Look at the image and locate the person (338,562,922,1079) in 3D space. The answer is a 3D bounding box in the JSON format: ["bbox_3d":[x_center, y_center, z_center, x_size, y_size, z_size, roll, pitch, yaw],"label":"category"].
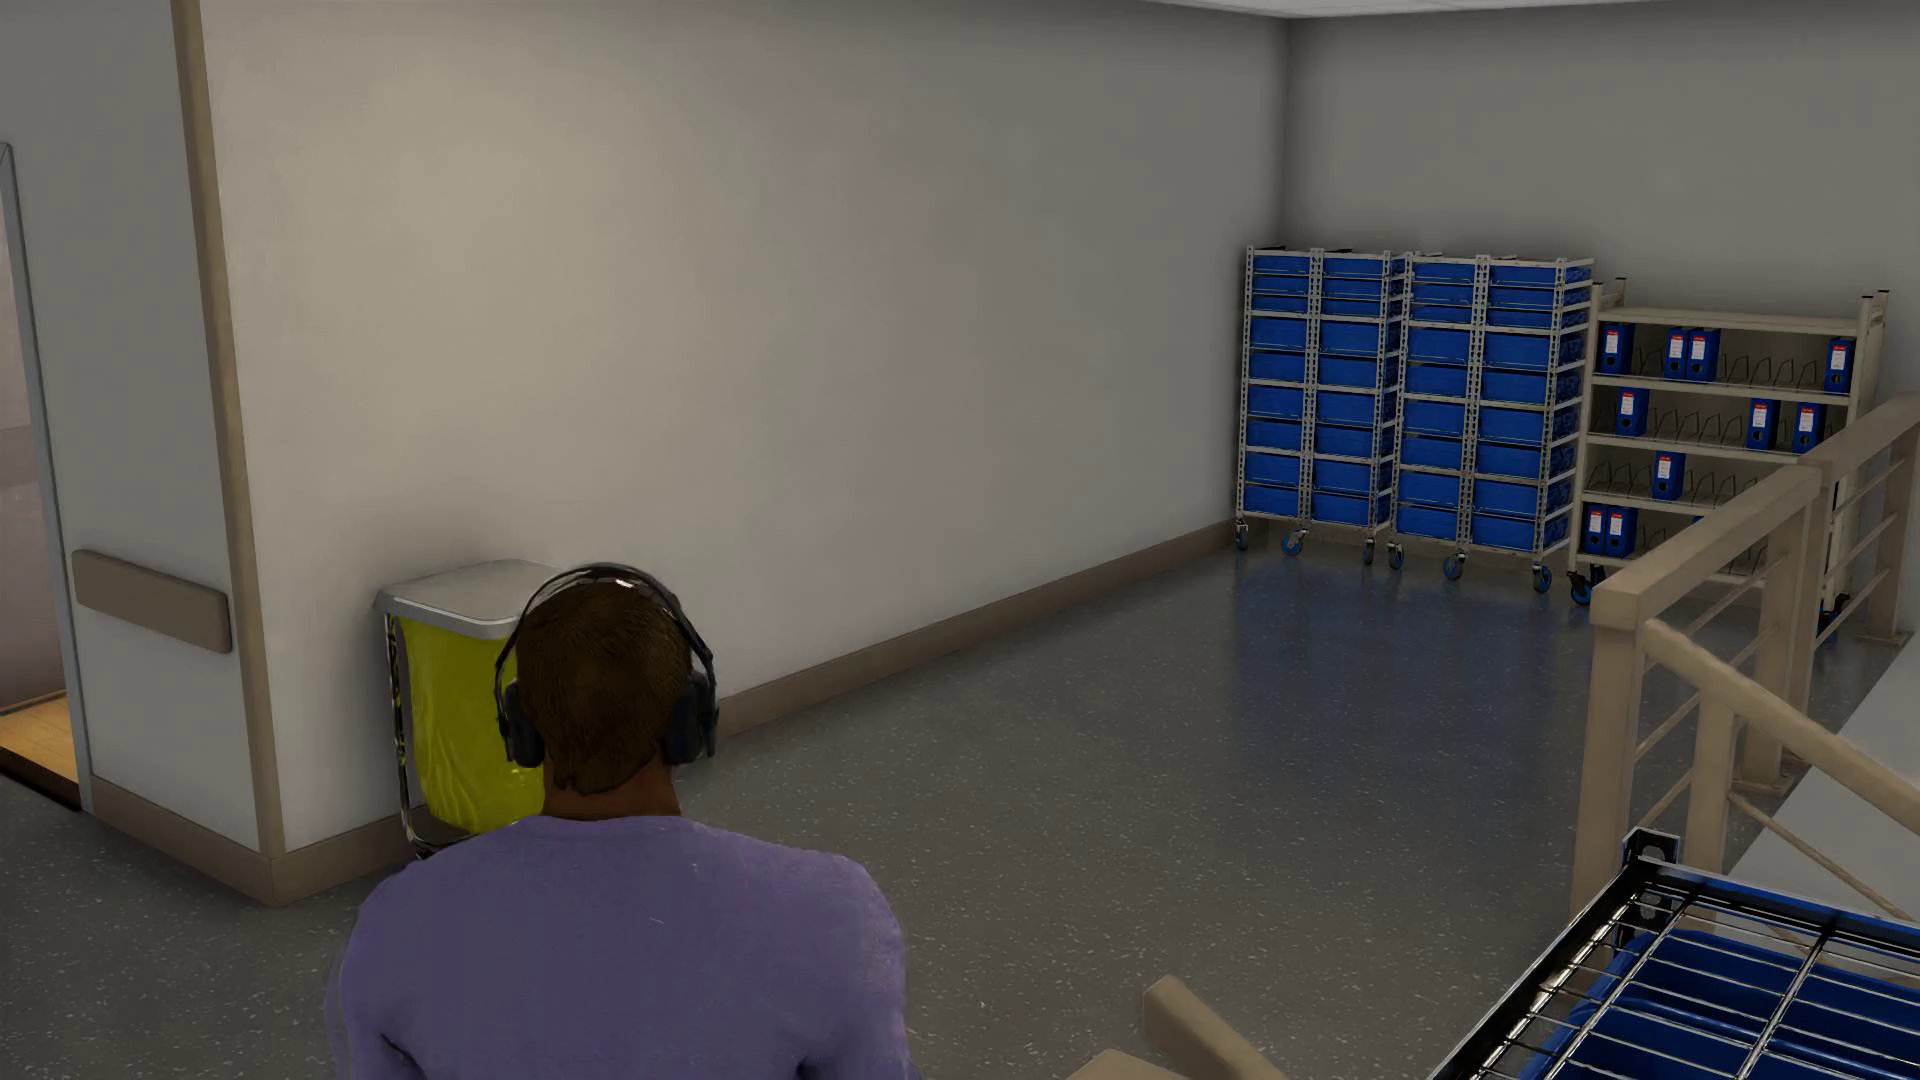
[{"bbox_3d":[-0.361,0.956,1.960,0.641,1.897,1.010,2,14,10],"label":"person"}]
